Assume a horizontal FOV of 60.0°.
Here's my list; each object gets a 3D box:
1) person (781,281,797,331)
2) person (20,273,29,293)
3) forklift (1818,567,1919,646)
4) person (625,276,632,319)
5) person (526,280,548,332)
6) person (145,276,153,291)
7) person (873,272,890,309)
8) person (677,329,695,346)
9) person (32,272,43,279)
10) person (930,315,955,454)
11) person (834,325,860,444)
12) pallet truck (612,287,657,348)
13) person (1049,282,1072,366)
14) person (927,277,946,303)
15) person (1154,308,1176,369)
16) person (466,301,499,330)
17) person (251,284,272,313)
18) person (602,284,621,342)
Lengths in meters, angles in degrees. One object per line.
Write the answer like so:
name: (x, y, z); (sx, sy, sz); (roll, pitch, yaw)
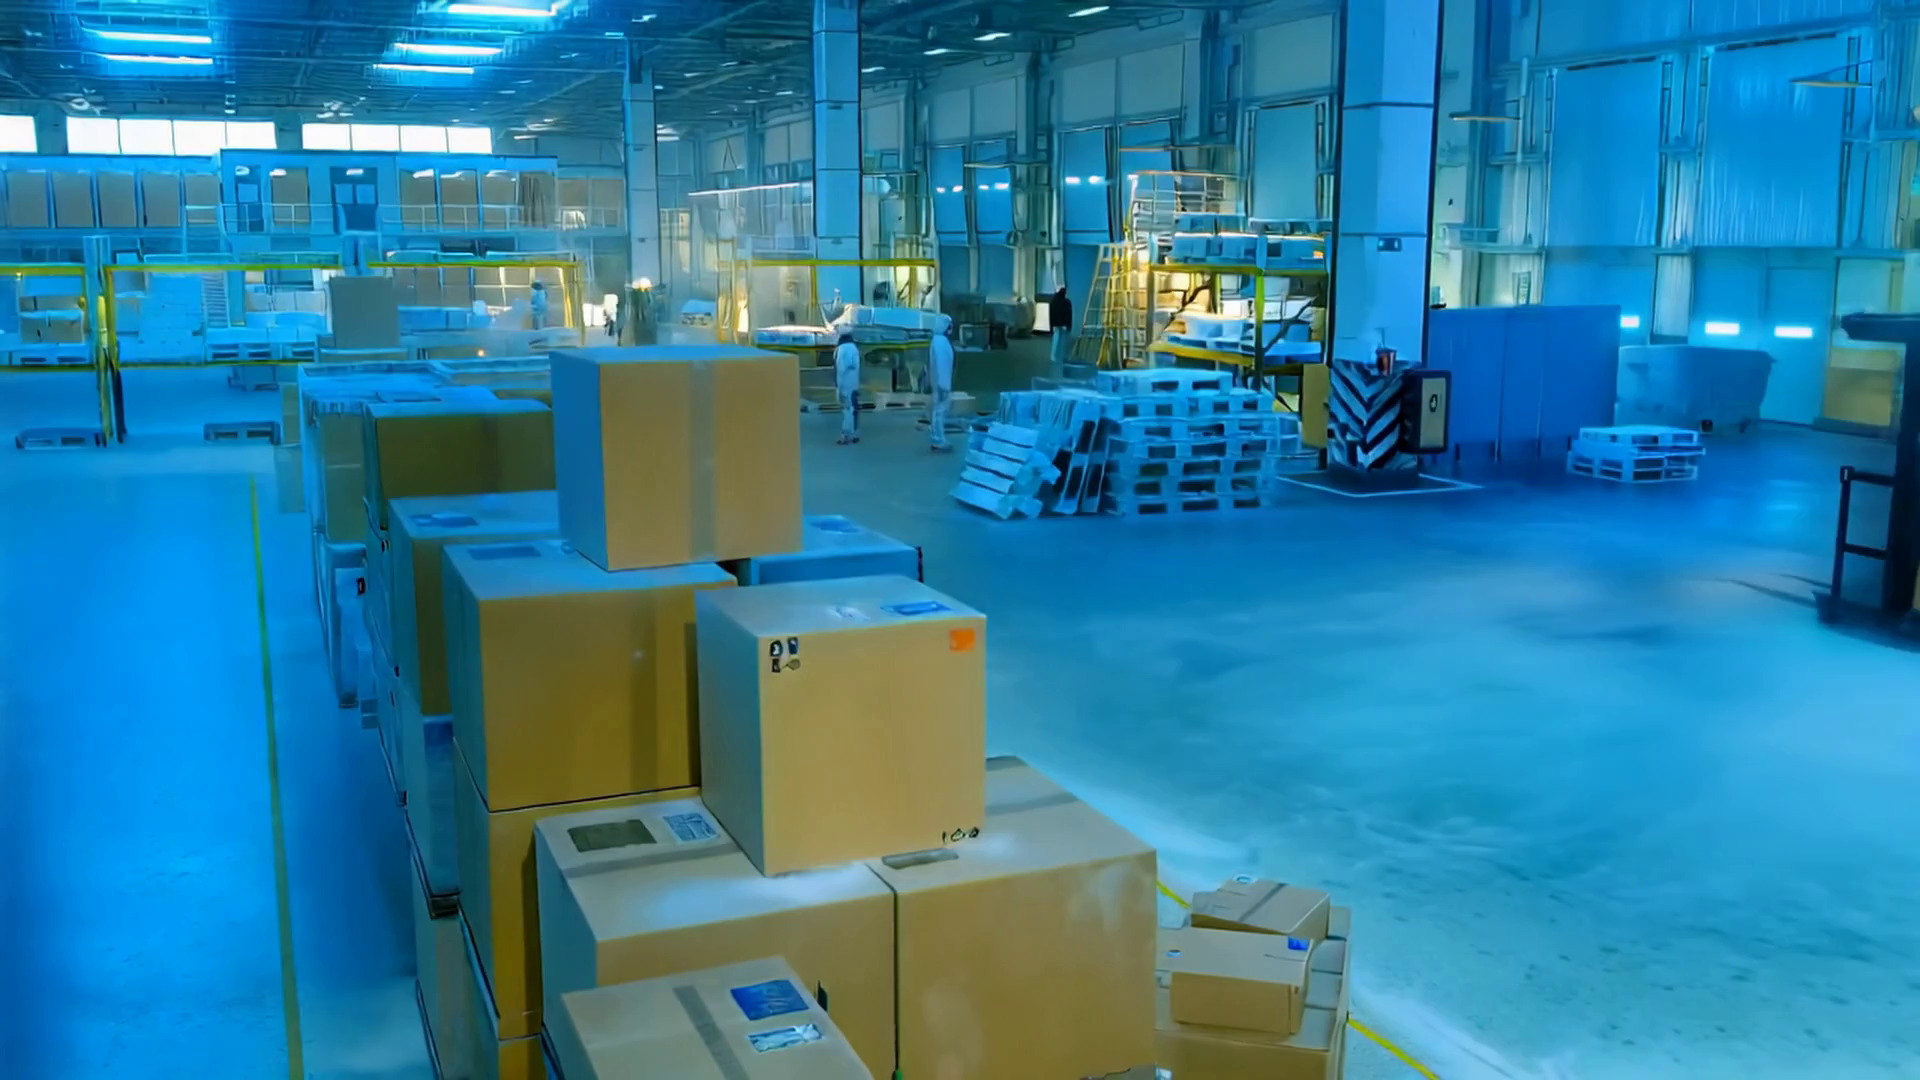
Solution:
person: (-5.097, -6.848, 49.562); (0.525, 1.742, 0.690); (-6, 12, -30)
person: (-29.789, -7.563, 53.112); (0.941, 1.881, 0.611); (6, 12, 29)
forklift: (7.454, -0.588, 11.927); (1.129, 2.768, 1.873); (-3, 11, -16)
person: (-12.125, -9.135, 61.641); (0.606, 1.934, 0.417); (2, 11, 12)
person: (-12.077, -6.474, 47.295); (0.632, 1.822, 0.649); (8, 13, 37)
person: (-24.132, -6.940, 49.666); (0.989, 1.905, 0.635); (8, 13, 37)
person: (-2.600, -7.966, 55.335); (0.559, 1.897, 0.983); (-2, 10, -10)
person: (-3.489, -1.809, 21.516); (0.328, 1.844, 0.513); (2, 10, 8)
person: (-28.106, -7.226, 50.948); (0.641, 1.994, 0.533); (10, 14, 43)
person: (-0.240, -2.188, 23.346); (0.359, 1.936, 0.632); (1, 10, 4)
person: (-1.660, -2.280, 24.385); (0.292, 1.745, 0.487); (6, 12, 32)
pallet truck: (-6.464, -4.406, 35.401); (0.823, 1.965, 1.885); (6, 12, 32)
person: (2.383, -5.107, 39.316); (0.608, 1.987, 0.407); (-6, 12, -31)
person: (-0.702, -6.885, 49.304); (0.587, 1.916, 0.404); (-2, 10, -11)
person: (3.320, -2.915, 27.613); (0.784, 1.852, 0.578); (4, 11, 22)
person: (-8.968, -3.570, 31.327); (0.672, 1.832, 0.605); (-1, 10, -7)
person: (-17.871, -5.639, 42.616); (0.541, 1.849, 0.551); (-3, 11, -15)
person: (-10.120, -6.586, 48.282); (0.432, 1.679, 0.538); (9, 14, 41)
